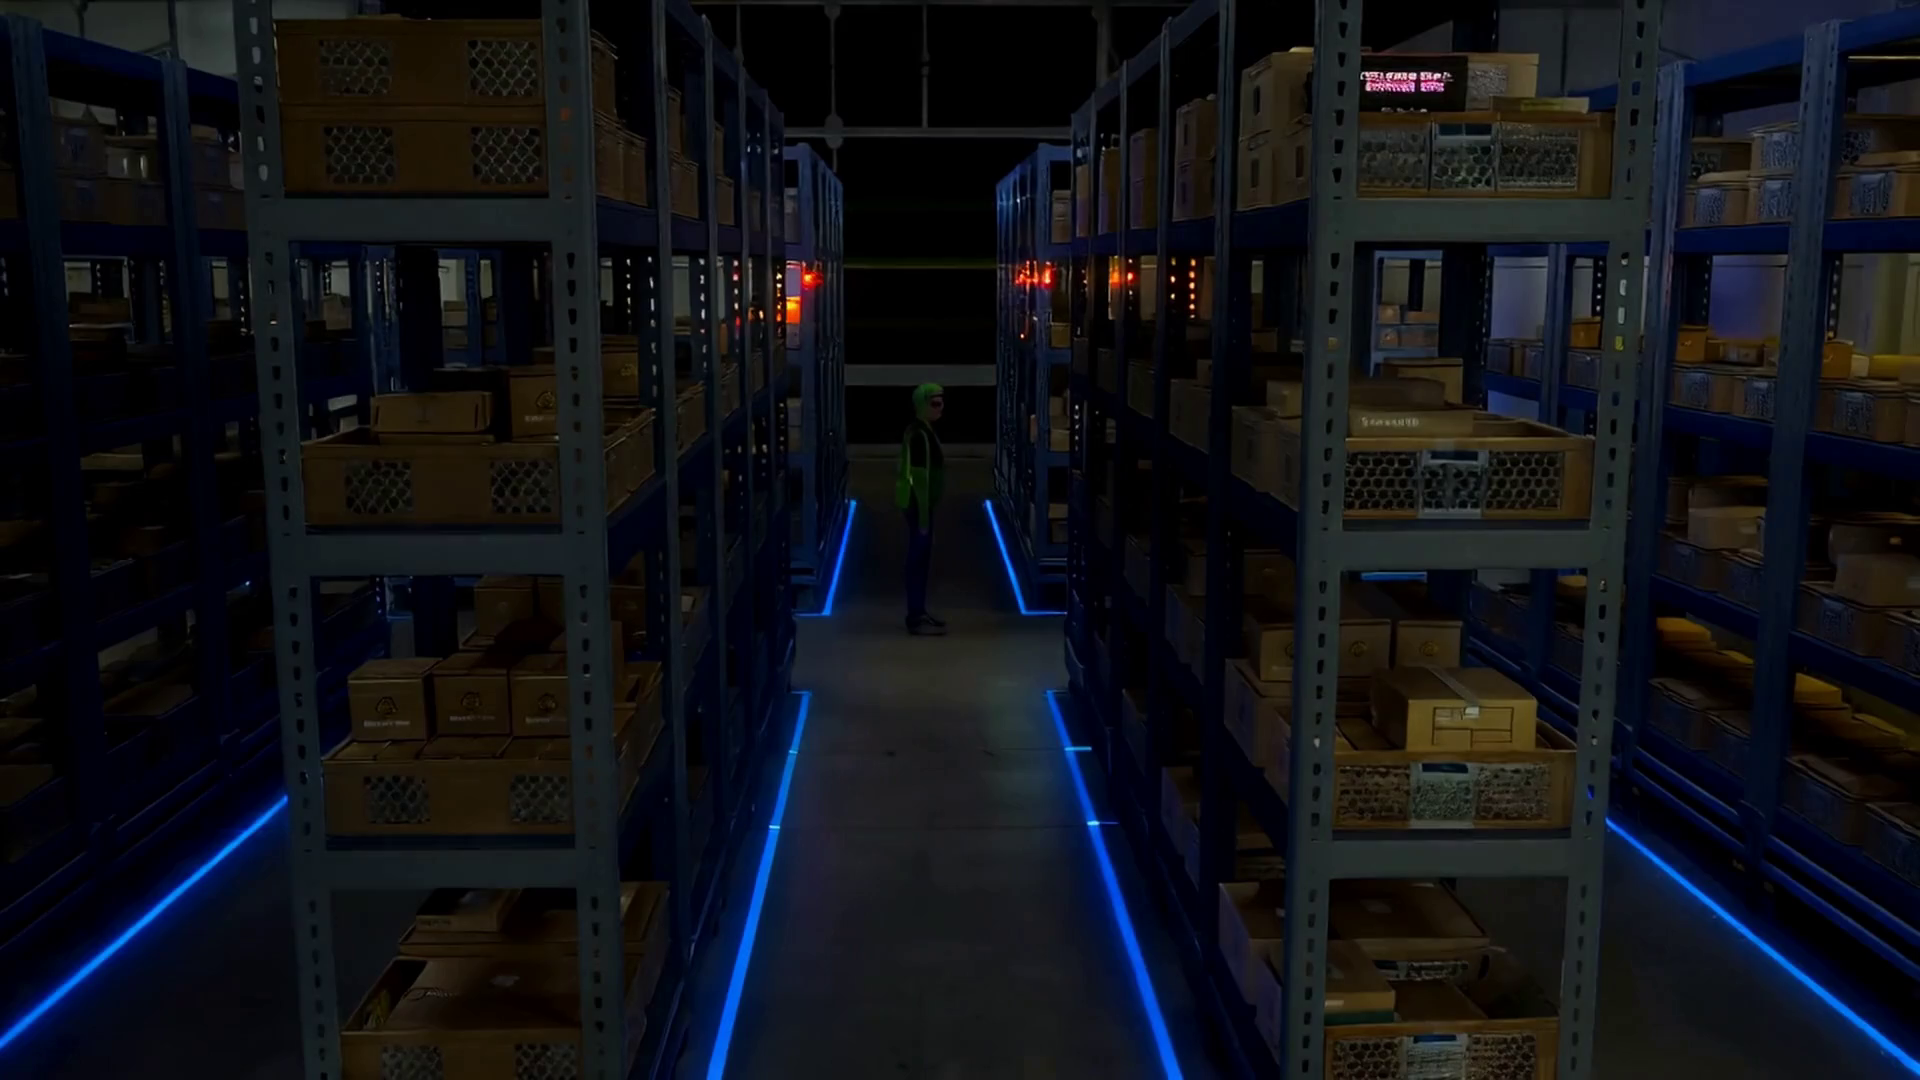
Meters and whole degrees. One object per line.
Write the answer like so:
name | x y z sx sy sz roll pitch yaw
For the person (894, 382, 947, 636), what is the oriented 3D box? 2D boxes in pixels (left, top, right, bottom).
person | -0.286 -0.232 12.188 0.391 1.848 0.563 0 9 1
